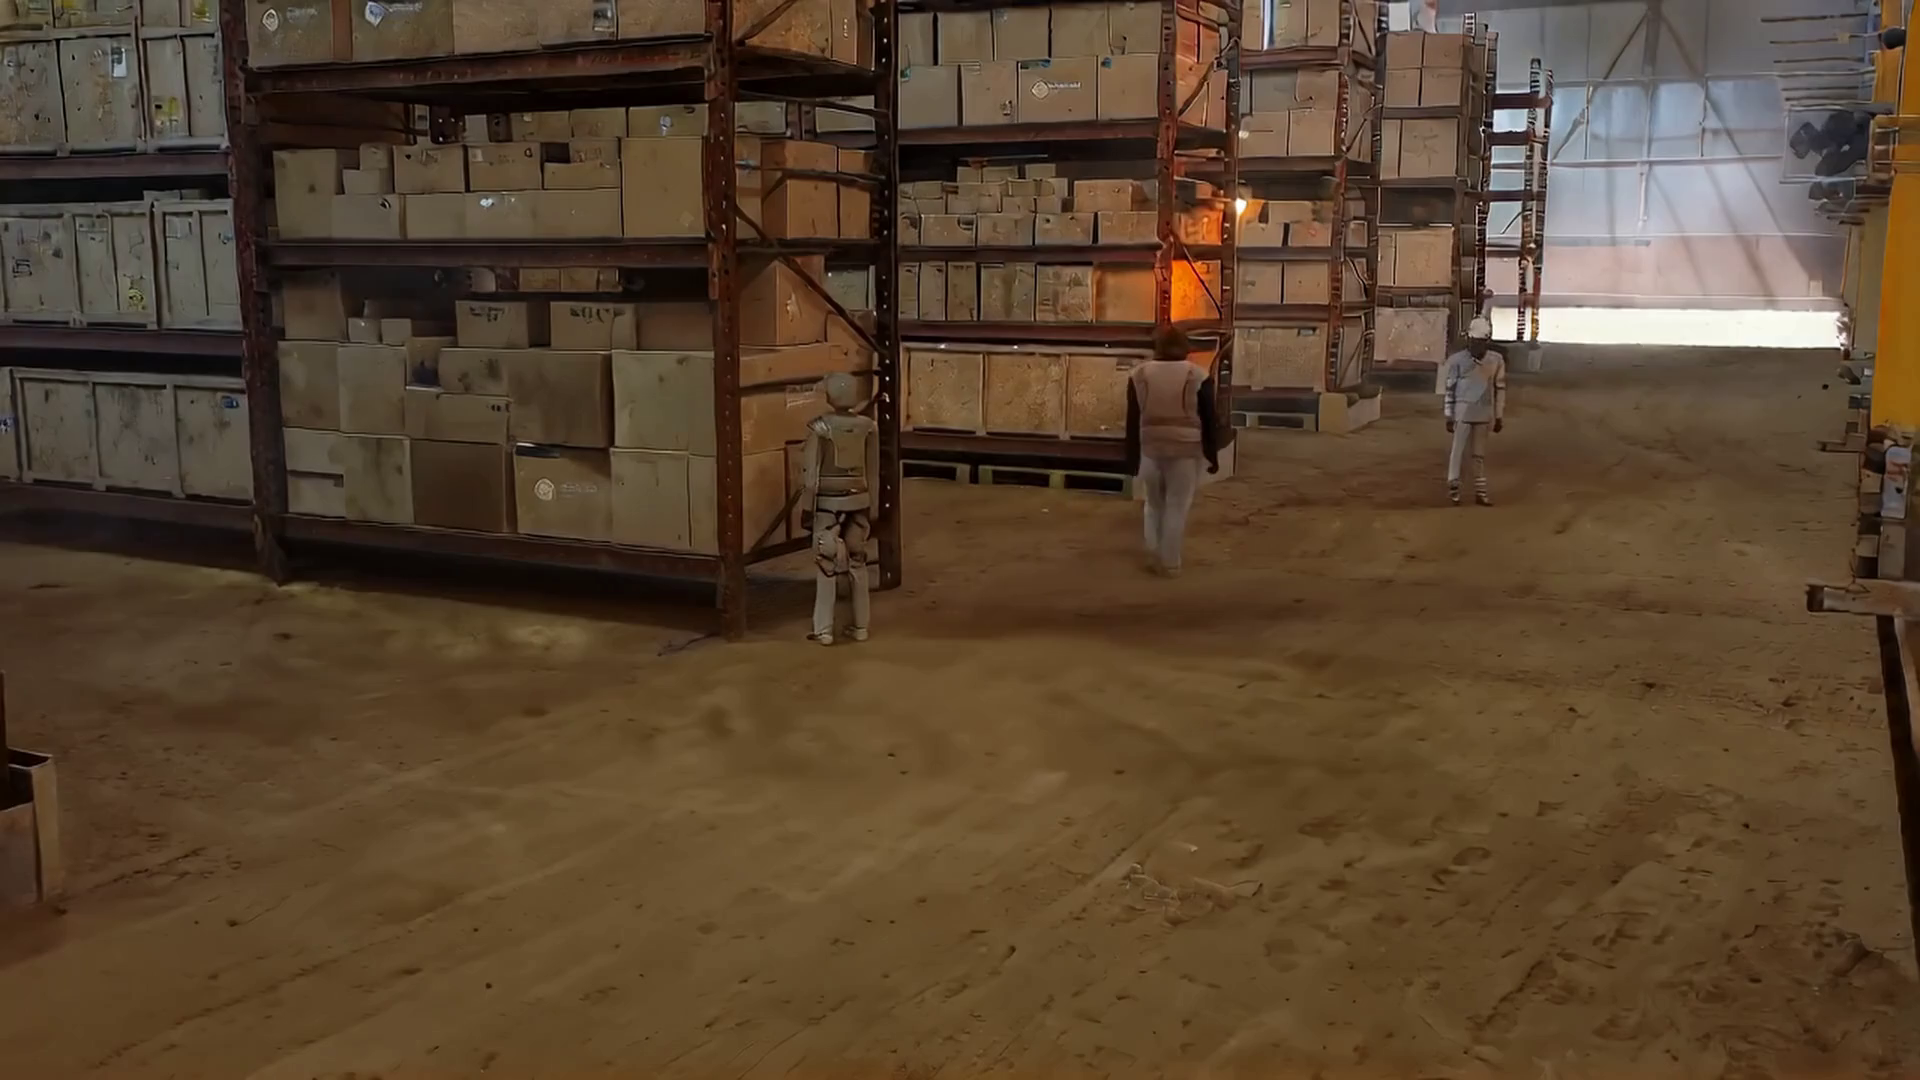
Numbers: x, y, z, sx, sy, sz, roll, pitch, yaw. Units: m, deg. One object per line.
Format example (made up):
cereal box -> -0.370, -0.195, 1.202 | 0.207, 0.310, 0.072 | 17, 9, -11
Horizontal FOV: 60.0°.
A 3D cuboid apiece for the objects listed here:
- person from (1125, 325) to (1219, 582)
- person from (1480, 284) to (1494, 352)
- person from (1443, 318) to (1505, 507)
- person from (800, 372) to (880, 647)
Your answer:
person -> 1.522, -0.615, 11.860 | 0.629, 1.821, 0.508 | 5, 11, 26
person -> 10.218, -4.115, 32.392 | 0.319, 1.737, 0.485 | 6, 12, 32
person -> 4.721, -1.162, 15.261 | 0.569, 1.744, 0.351 | 0, 10, -2
person -> -0.704, -0.181, 9.915 | 0.524, 1.631, 0.317 | -6, 12, -32
